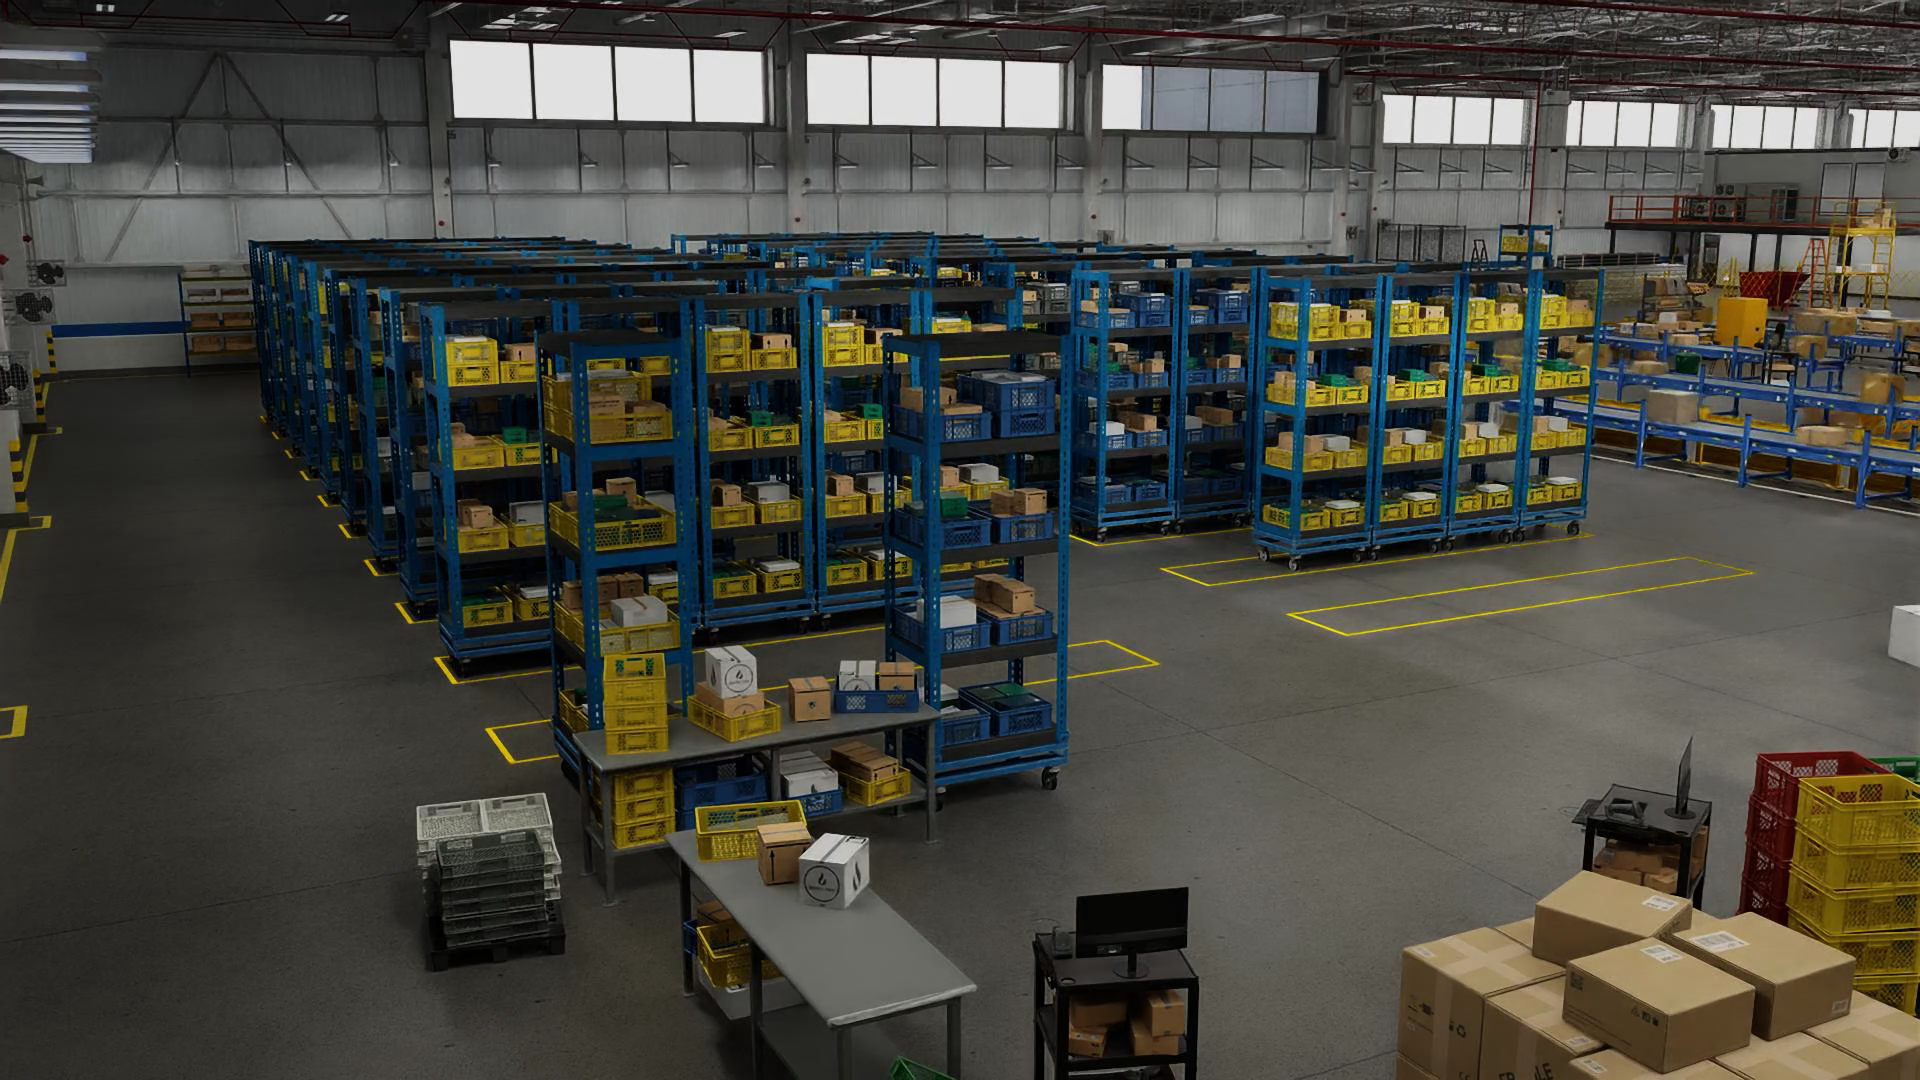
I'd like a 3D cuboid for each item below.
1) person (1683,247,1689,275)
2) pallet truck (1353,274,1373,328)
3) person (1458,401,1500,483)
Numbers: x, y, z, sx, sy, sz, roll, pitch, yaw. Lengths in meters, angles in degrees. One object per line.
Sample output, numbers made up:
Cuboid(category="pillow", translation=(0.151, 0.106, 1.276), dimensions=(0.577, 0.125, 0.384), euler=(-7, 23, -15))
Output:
Cuboid(category="person", translation=(33.390, -12.535, 76.539), dimensions=(0.583, 1.864, 0.585), euler=(-6, 14, -27))
Cuboid(category="pallet truck", translation=(13.011, -8.050, 55.243), dimensions=(0.823, 1.965, 1.885), euler=(-7, 14, -28))
Cuboid(category="person", translation=(8.154, -1.804, 26.270), dimensions=(0.683, 1.889, 0.485), euler=(-4, 13, -20))
